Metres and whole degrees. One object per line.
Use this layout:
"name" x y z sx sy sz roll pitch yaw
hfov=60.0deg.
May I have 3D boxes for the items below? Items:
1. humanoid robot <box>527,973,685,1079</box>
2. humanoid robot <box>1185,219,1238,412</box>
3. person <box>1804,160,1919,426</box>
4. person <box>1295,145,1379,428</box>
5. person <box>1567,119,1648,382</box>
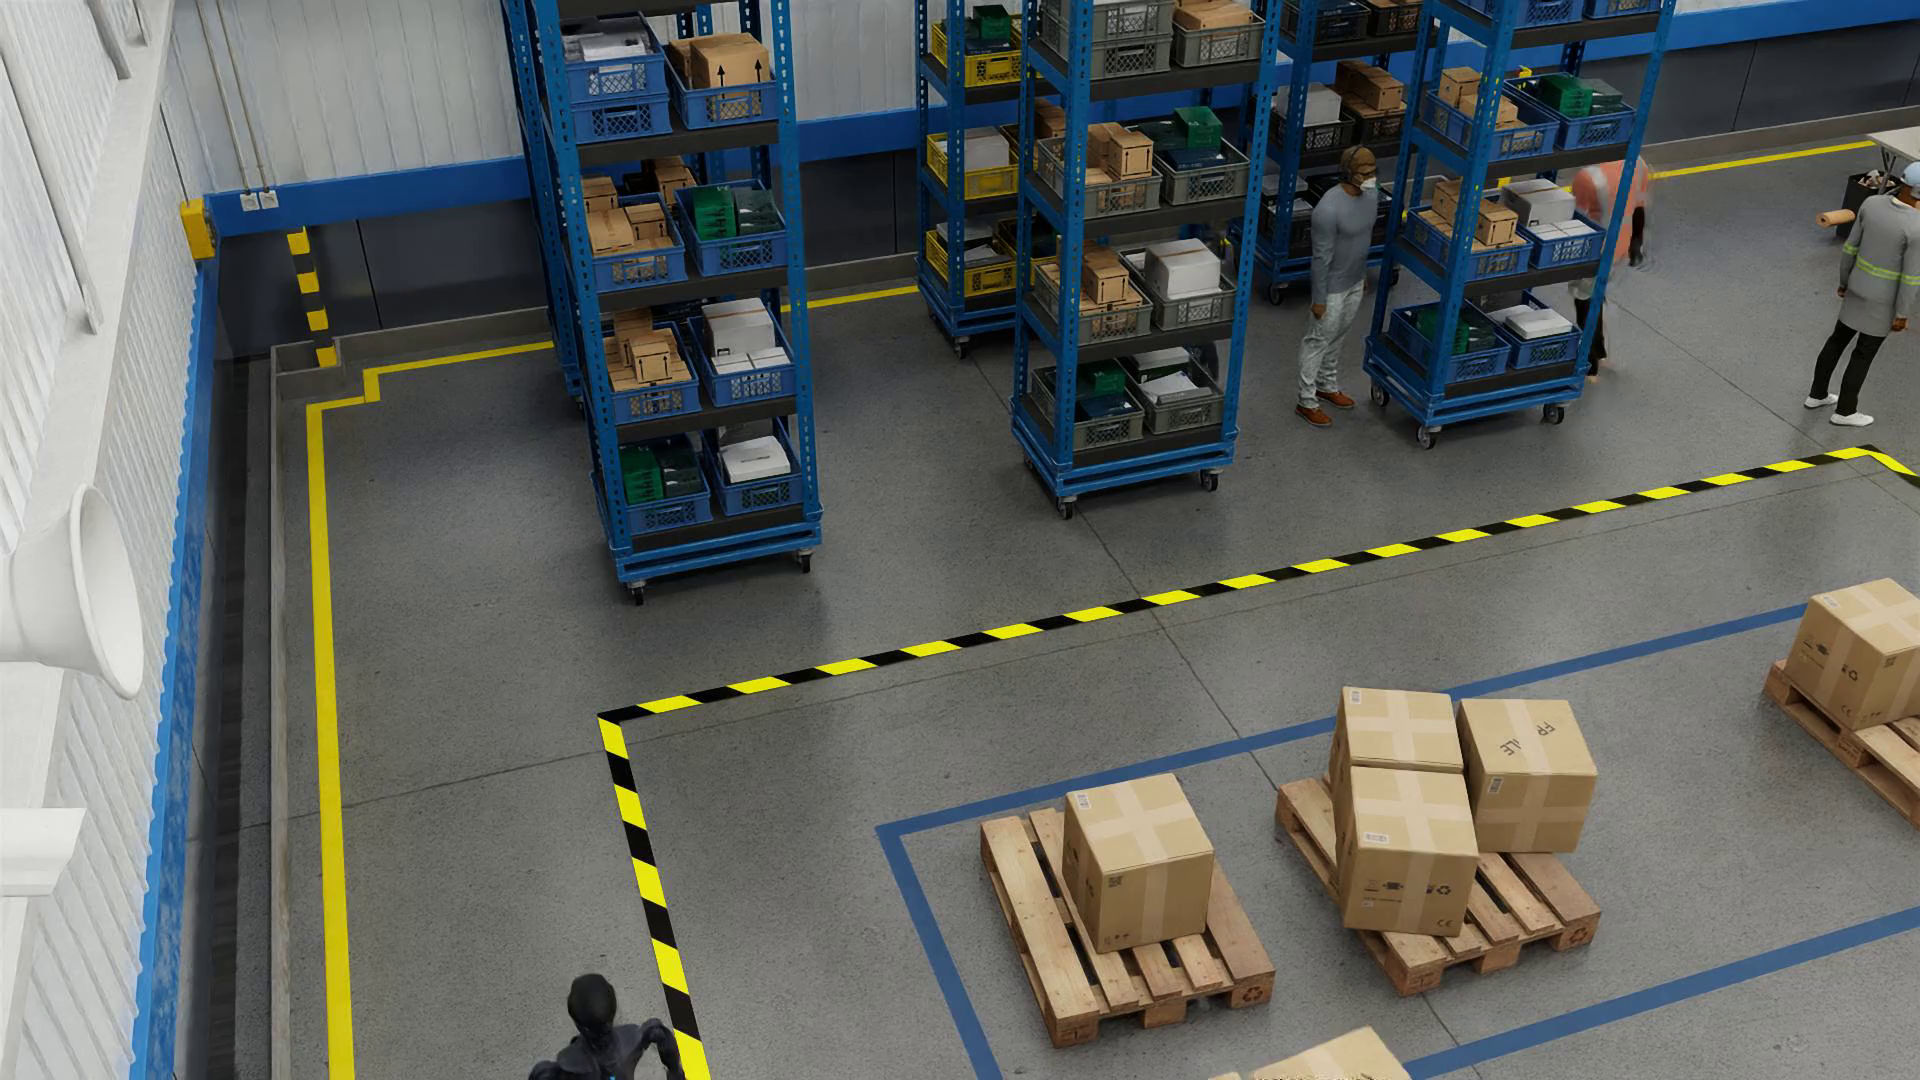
"humanoid robot" -1.200 2.146 5.796 0.585 1.645 0.354 -18 39 -24
"humanoid robot" 1.597 -1.557 11.065 0.638 1.635 0.591 2 35 3
"person" 6.070 -1.634 10.999 0.390 1.849 0.594 -11 37 -15
"person" 2.510 -1.686 10.998 0.373 1.939 0.628 27 43 33
"person" 4.396 -2.015 11.473 0.621 1.924 0.543 -20 40 -26
